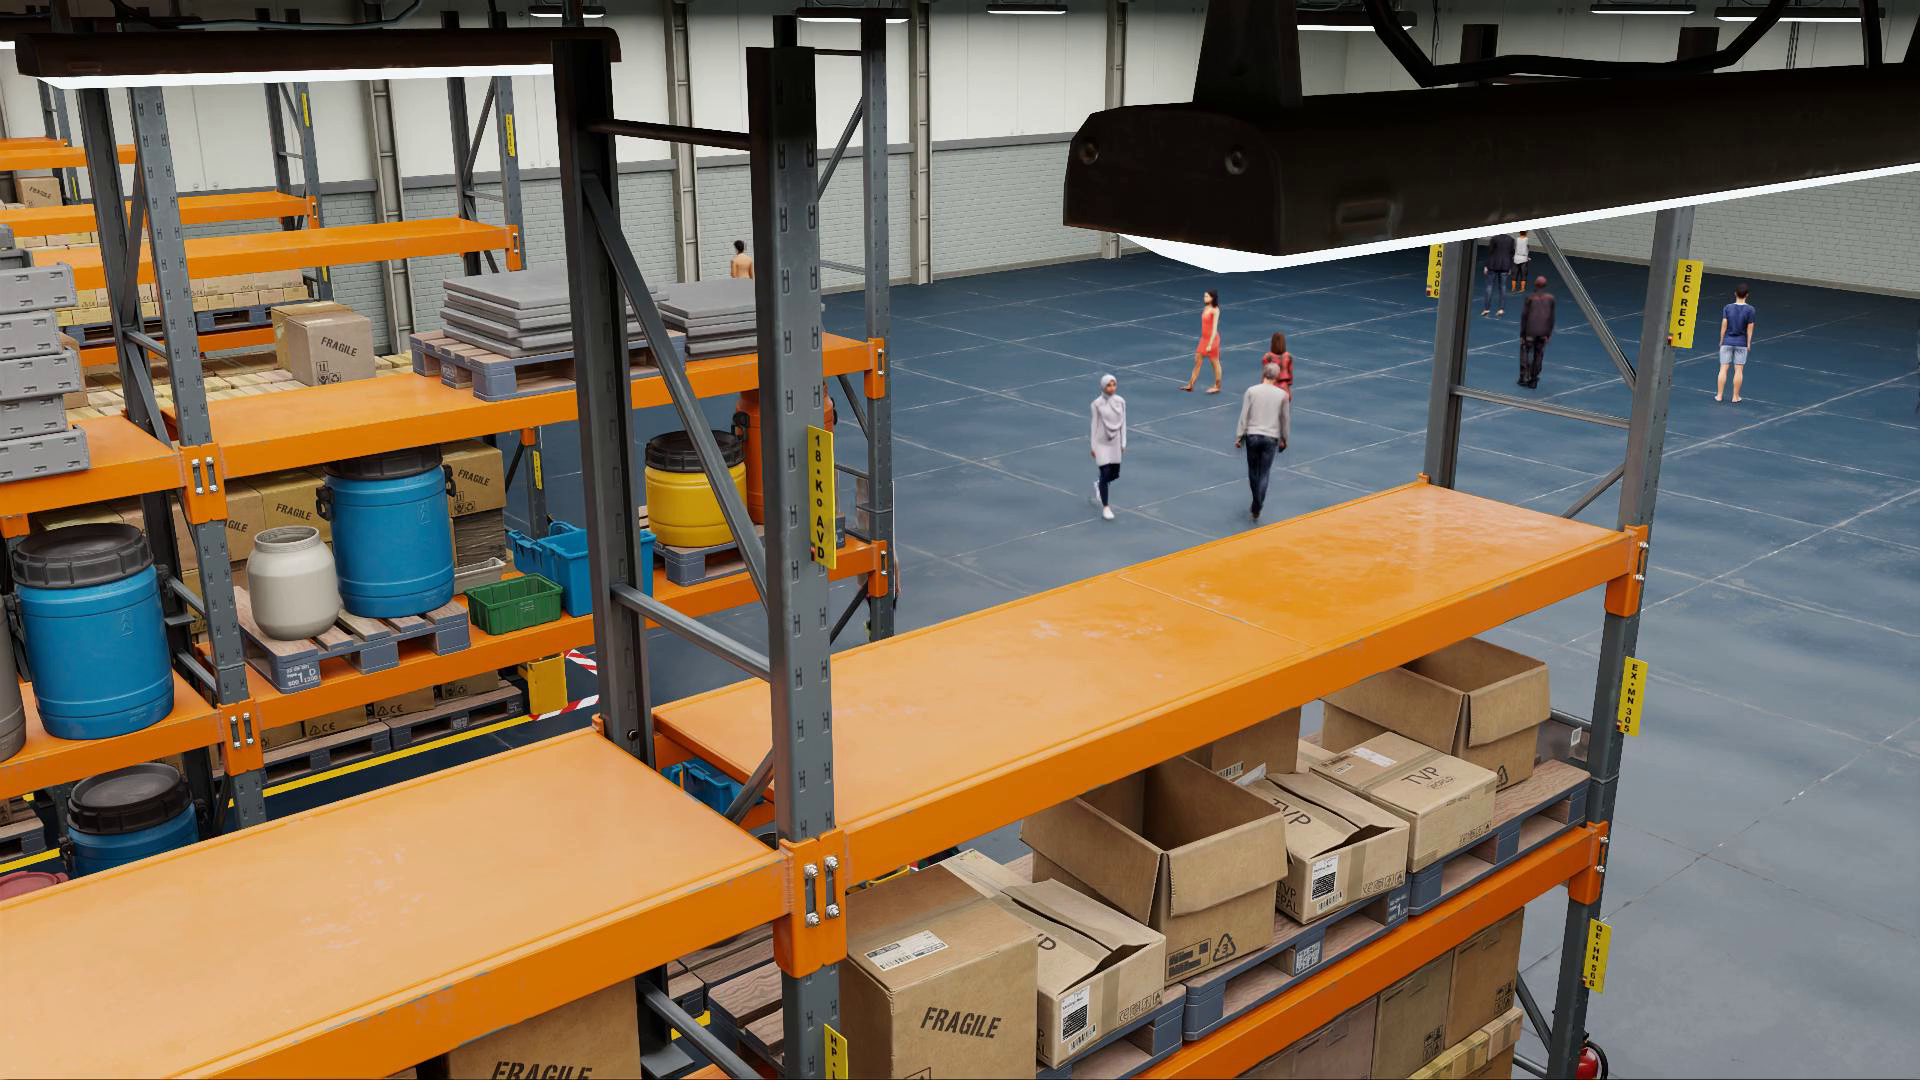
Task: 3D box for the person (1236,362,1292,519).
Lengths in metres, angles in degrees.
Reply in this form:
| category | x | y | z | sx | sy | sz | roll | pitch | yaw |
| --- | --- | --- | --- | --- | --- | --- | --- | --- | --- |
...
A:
| category | x | y | z | sx | sy | sz | roll | pitch | yaw |
| --- | --- | --- | --- | --- | --- | --- | --- | --- | --- |
| person | 3.671 | -1.171 | 20.307 | 1.222 | 1.835 | 1.363 | 3 | 18 | 10 |

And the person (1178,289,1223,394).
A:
| category | x | y | z | sx | sy | sz | roll | pitch | yaw |
| --- | --- | --- | --- | --- | --- | --- | --- | --- | --- |
| person | 4.083 | -3.163 | 26.659 | 1.044 | 1.690 | 0.768 | -9 | 20 | -25 |

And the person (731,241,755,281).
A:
| category | x | y | z | sx | sy | sz | roll | pitch | yaw |
| --- | --- | --- | --- | --- | --- | --- | --- | --- | --- |
| person | -4.141 | -4.870 | 31.806 | 0.691 | 1.747 | 0.728 | -16 | 24 | -39 |

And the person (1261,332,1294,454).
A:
| category | x | y | z | sx | sy | sz | roll | pitch | yaw |
| --- | --- | --- | --- | --- | --- | --- | --- | --- | --- |
| person | 4.422 | -2.069 | 23.278 | 0.660 | 1.702 | 0.765 | -3 | 18 | -9 |

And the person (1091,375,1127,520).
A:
| category | x | y | z | sx | sy | sz | roll | pitch | yaw |
| --- | --- | --- | --- | --- | --- | --- | --- | --- | --- |
| person | 1.776 | -1.167 | 20.413 | 0.949 | 1.762 | 0.885 | -6 | 19 | -17 |

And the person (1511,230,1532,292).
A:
| category | x | y | z | sx | sy | sz | roll | pitch | yaw |
| --- | --- | --- | --- | --- | --- | --- | --- | --- | --- |
| person | 12.251 | -6.175 | 36.285 | 0.637 | 1.456 | 0.626 | 9 | 20 | 25 |

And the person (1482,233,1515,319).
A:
| category | x | y | z | sx | sy | sz | roll | pitch | yaw |
| --- | --- | --- | --- | --- | --- | --- | --- | --- | --- |
| person | 9.710 | -4.935 | 30.124 | 0.815 | 1.780 | 0.793 | 0 | 18 | 1 |

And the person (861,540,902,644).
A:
| category | x | y | z | sx | sy | sz | roll | pitch | yaw |
| --- | --- | --- | --- | --- | --- | --- | --- | --- | --- |
| person | -0.786 | 0.406 | 15.954 | 0.911 | 1.533 | 0.666 | -11 | 21 | -30 |

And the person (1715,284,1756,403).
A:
| category | x | y | z | sx | sy | sz | roll | pitch | yaw |
| --- | --- | --- | --- | --- | --- | --- | --- | --- | --- |
| person | 12.224 | -3.105 | 26.224 | 0.693 | 1.849 | 0.683 | 9 | 20 | 27 |

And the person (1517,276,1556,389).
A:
| category | x | y | z | sx | sy | sz | roll | pitch | yaw |
| --- | --- | --- | --- | --- | --- | --- | --- | --- | --- |
| person | 9.413 | -3.370 | 27.097 | 0.846 | 1.812 | 0.892 | 3 | 18 | 10 |
